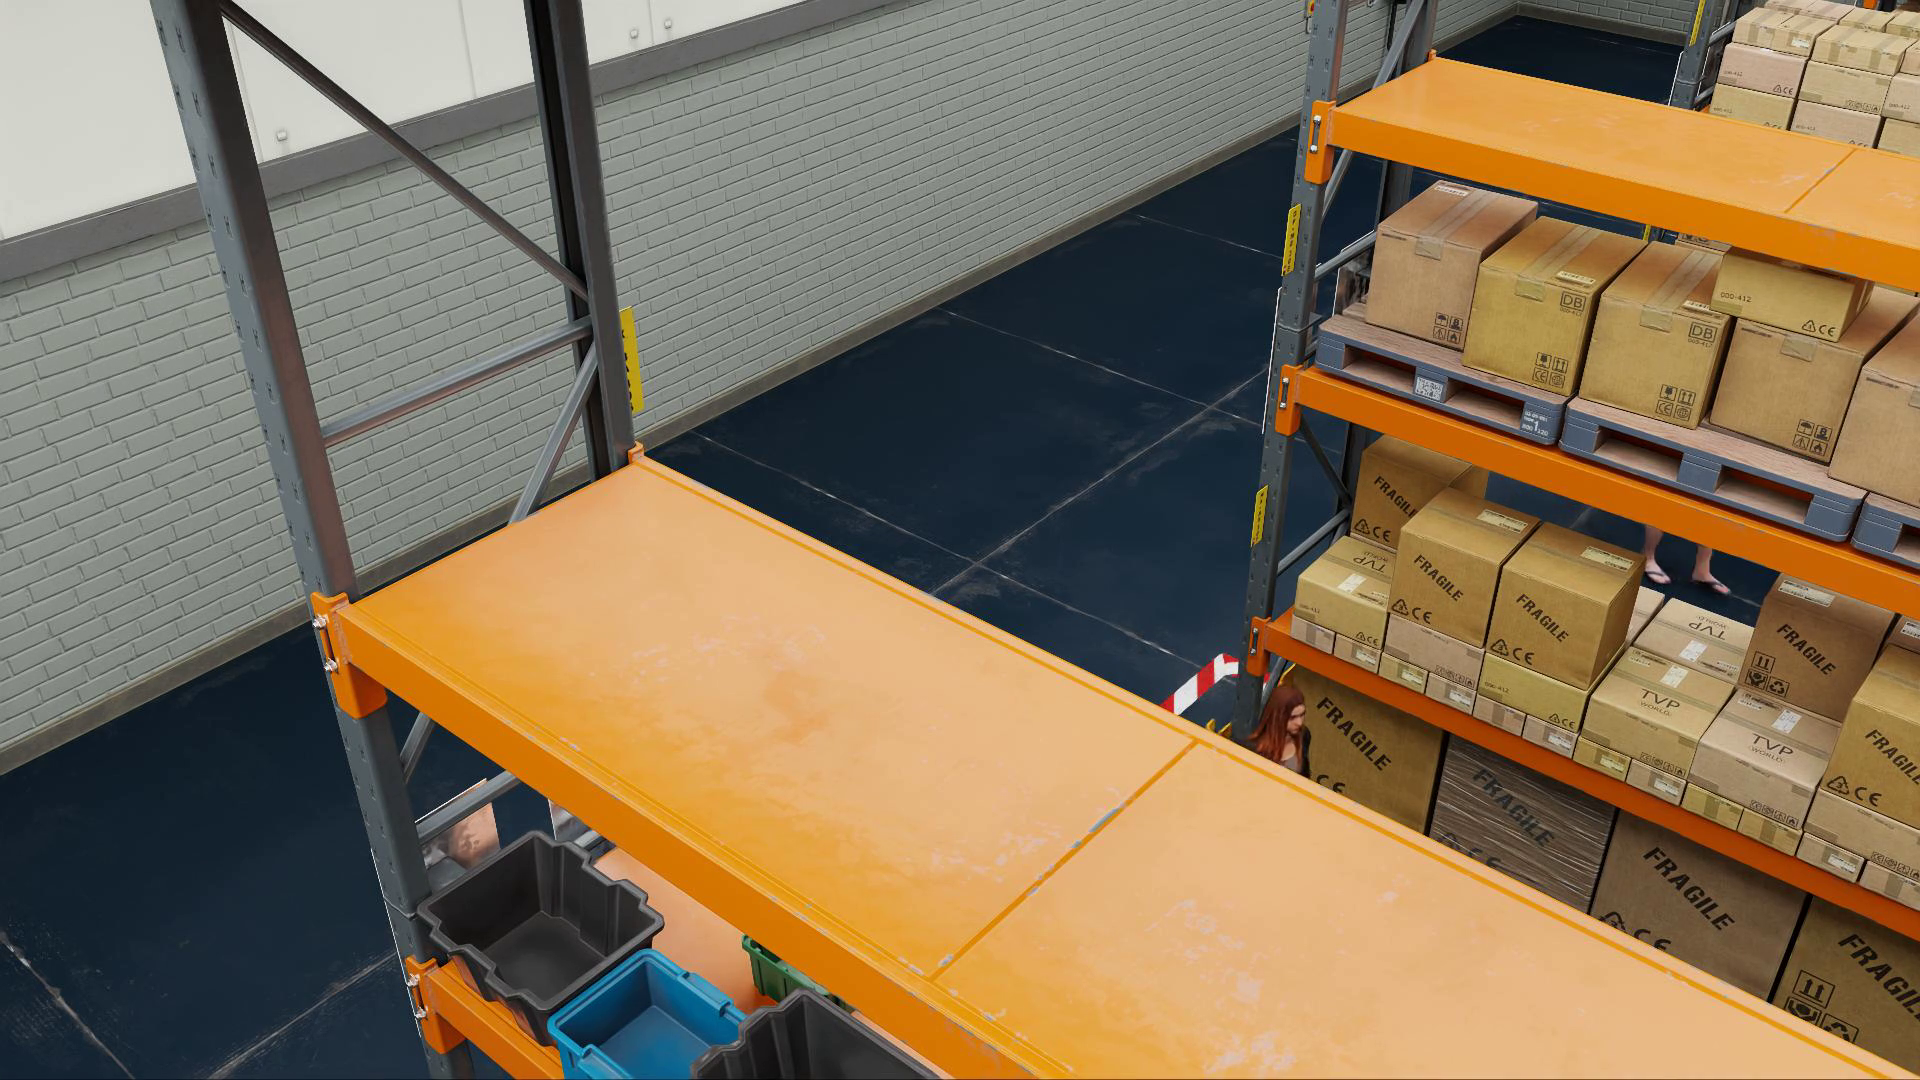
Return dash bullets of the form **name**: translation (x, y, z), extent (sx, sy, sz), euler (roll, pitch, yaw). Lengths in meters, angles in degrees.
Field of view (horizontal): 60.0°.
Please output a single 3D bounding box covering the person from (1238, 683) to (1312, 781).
- **person**: translation (1.459, 1.365, 8.254), extent (0.726, 1.692, 0.748), euler (-19, 38, -27)
